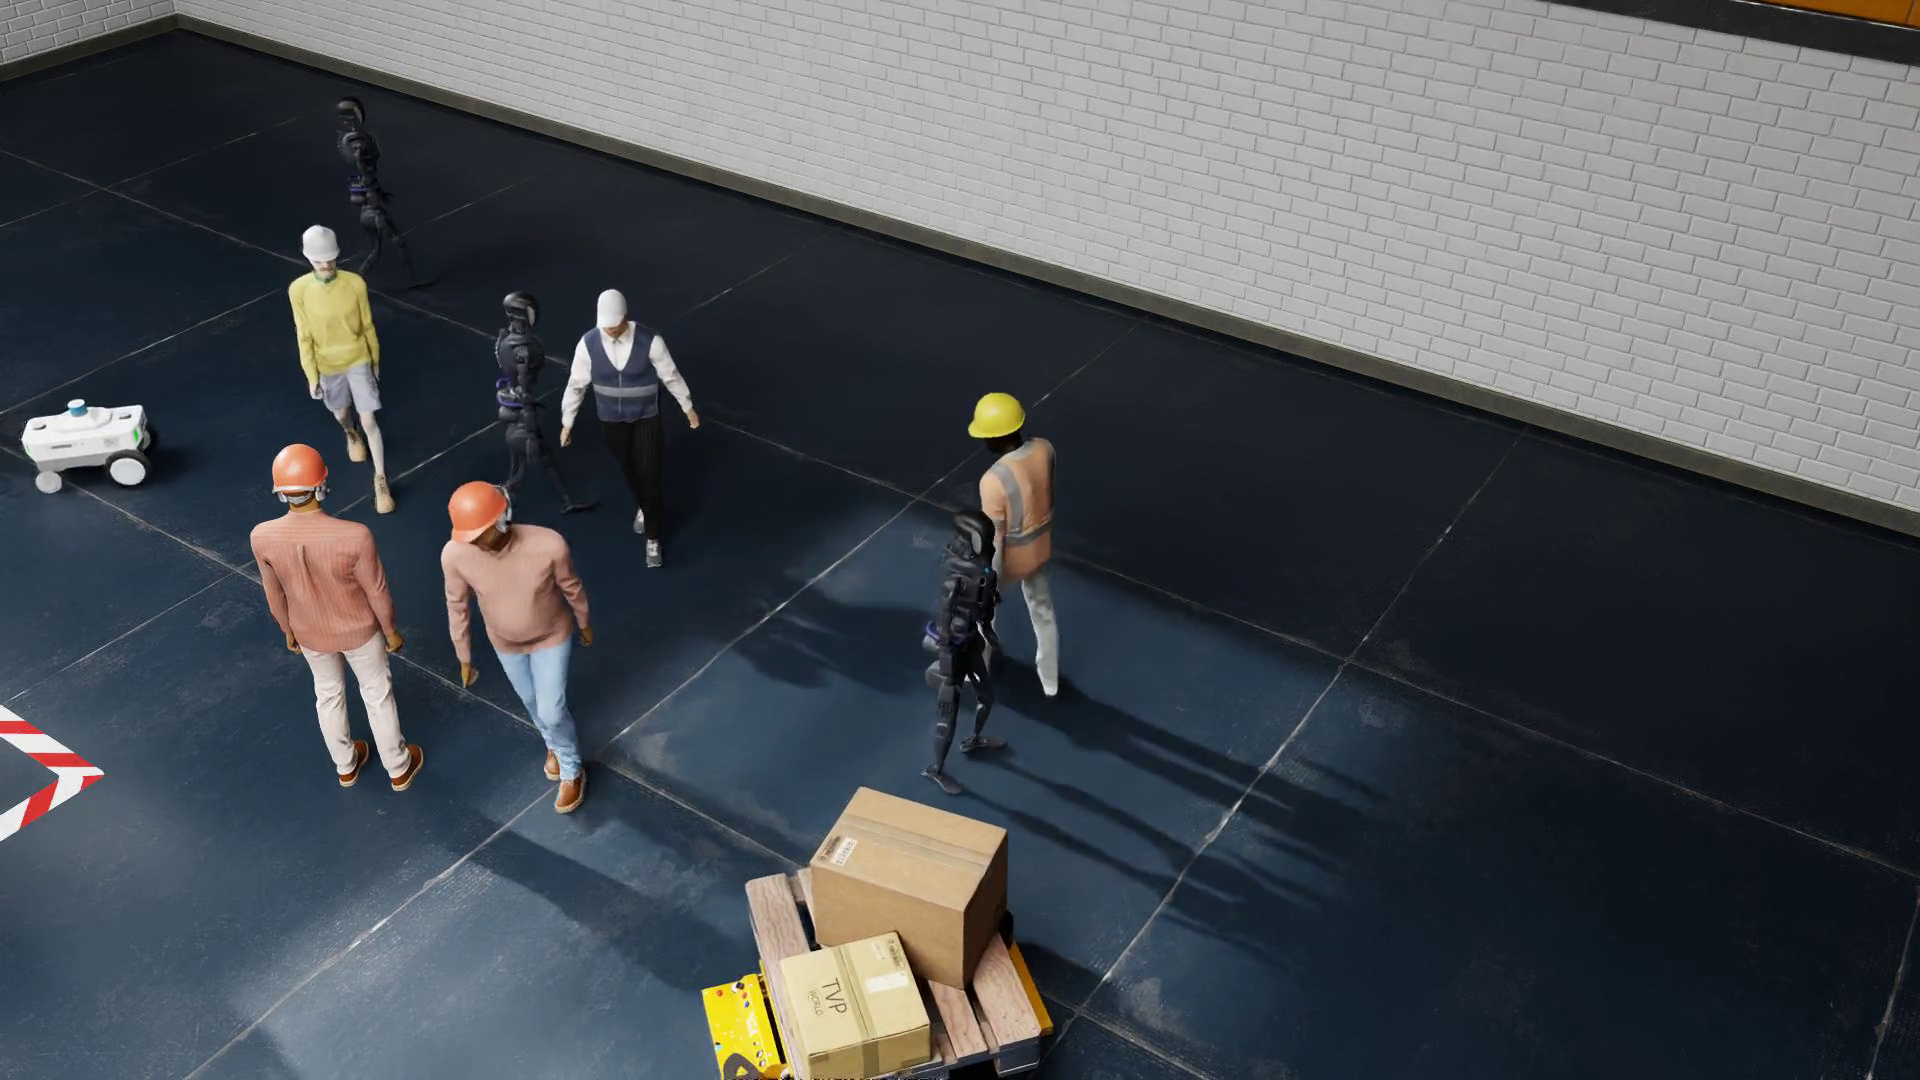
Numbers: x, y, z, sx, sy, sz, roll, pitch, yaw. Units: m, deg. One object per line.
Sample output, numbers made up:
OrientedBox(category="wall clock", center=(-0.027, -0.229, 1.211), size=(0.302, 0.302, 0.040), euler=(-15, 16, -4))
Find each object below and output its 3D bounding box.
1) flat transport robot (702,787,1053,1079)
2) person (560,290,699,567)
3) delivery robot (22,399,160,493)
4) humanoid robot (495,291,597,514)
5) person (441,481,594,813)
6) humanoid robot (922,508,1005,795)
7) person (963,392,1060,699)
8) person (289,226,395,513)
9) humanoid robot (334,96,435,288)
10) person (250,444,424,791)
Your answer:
OrientedBox(category="flat transport robot", center=(-0.371, 2.054, 7.328), size=(1.431, 0.231, 0.659), euler=(-10, 36, -14))
OrientedBox(category="person", center=(-1.991, -0.673, 9.946), size=(0.798, 1.723, 0.829), euler=(0, 35, 0))
OrientedBox(category="delivery robot", center=(-5.713, -0.646, 10.931), size=(0.789, 0.587, 0.499), euler=(-9, 36, -13))
OrientedBox(category="humanoid robot", center=(-2.695, -0.772, 10.179), size=(0.747, 1.625, 0.610), euler=(-10, 36, -14))
OrientedBox(category="person", center=(-2.129, 0.482, 8.108), size=(0.637, 1.943, 0.681), euler=(1, 35, 1))
OrientedBox(category="humanoid robot", center=(0.000, 0.536, 8.267), size=(0.343, 1.638, 0.601), euler=(15, 38, 20))
OrientedBox(category="person", center=(0.244, 0.020, 8.823), size=(0.717, 1.885, 0.681), euler=(25, 42, 31))
OrientedBox(category="person", center=(-3.916, -1.157, 10.541), size=(0.476, 1.856, 0.904), euler=(-11, 36, -15))
OrientedBox(category="humanoid robot", center=(-4.572, -2.627, 12.833), size=(0.740, 1.644, 0.601), euler=(-11, 36, -15))
OrientedBox(category="person", center=(-3.053, 0.412, 8.182), size=(0.610, 1.986, 0.401), euler=(2, 35, 3))
